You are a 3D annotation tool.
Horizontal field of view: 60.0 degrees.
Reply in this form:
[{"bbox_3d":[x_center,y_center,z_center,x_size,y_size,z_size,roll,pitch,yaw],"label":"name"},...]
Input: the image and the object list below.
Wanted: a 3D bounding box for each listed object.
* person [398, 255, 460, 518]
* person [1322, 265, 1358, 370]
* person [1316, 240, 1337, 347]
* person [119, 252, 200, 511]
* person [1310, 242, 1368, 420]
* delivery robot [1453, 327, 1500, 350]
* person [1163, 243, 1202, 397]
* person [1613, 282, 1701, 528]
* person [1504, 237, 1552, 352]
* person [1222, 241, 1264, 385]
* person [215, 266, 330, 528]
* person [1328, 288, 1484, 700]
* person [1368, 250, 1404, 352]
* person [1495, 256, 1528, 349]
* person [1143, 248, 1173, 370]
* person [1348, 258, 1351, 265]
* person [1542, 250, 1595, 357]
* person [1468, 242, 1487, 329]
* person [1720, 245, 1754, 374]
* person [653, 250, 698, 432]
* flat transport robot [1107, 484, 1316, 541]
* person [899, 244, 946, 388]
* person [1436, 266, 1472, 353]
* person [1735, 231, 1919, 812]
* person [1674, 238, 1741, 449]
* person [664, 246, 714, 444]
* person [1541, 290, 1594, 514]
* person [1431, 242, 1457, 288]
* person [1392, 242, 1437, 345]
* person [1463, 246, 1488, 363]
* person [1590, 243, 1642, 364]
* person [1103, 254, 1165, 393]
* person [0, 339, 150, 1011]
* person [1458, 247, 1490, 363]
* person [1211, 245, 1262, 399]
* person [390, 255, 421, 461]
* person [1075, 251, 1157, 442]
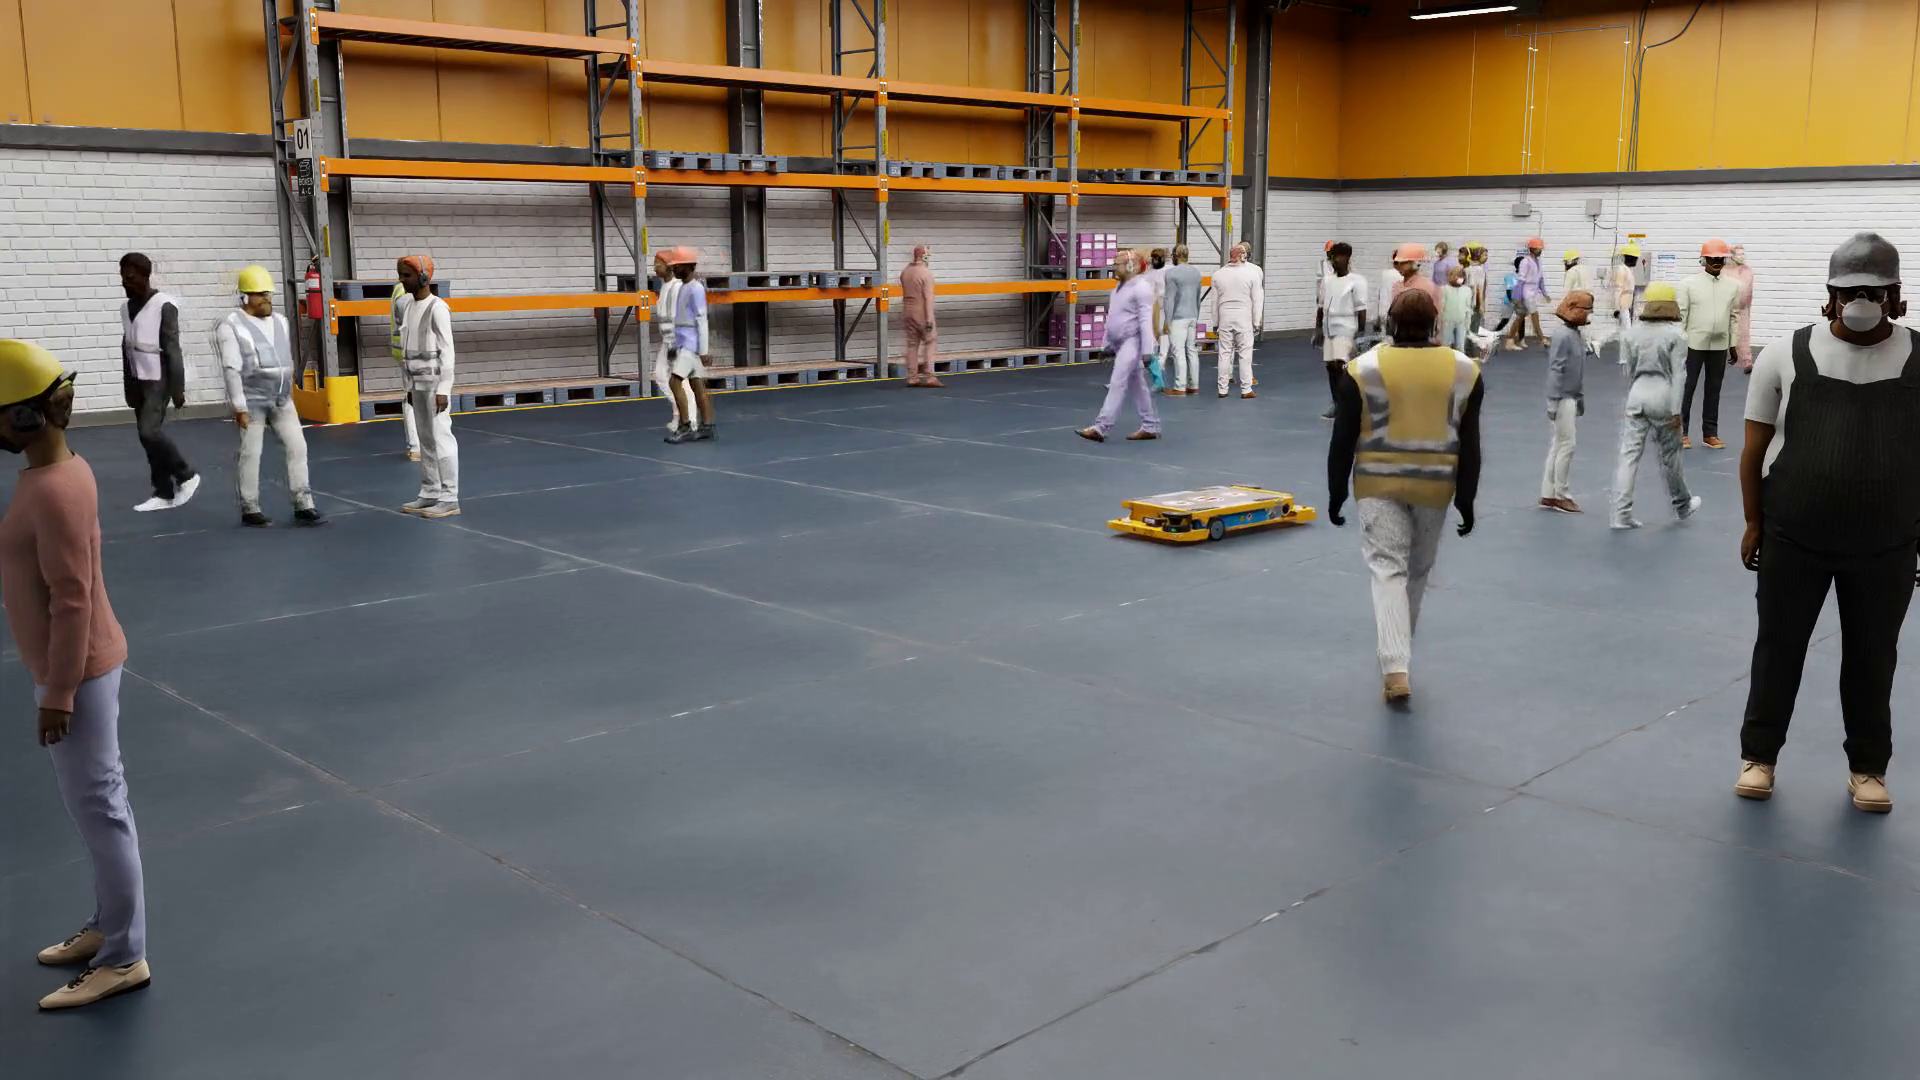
[{"bbox_3d":[-3.837,-1.104,11.997,0.359,1.882,0.575,-9,14,-42],"label":"person"},{"bbox_3d":[5.503,-3.165,23.995,0.536,1.593,0.841,1,10,7],"label":"person"},{"bbox_3d":[6.701,-4.440,30.049,0.547,1.934,0.376,4,11,23],"label":"person"},{"bbox_3d":[-5.930,-1.150,12.193,0.623,1.899,0.454,7,12,33],"label":"person"},{"bbox_3d":[4.122,-2.274,18.182,0.412,1.949,0.618,-6,12,-28],"label":"person"},{"bbox_3d":[8.658,-3.397,27.868,0.707,0.478,0.477,6,12,30],"label":"delivery robot"},{"bbox_3d":[2.801,-2.765,20.968,0.394,1.926,0.643,10,14,44],"label":"person"},{"bbox_3d":[4.878,-0.941,11.609,0.886,1.693,0.491,-8,13,-38],"label":"person"},{"bbox_3d":[9.953,-4.236,28.784,1.038,1.977,0.601,8,13,36],"label":"person"},{"bbox_3d":[3.787,-3.045,22.431,0.637,1.936,0.355,6,12,31],"label":"person"},{"bbox_3d":[-4.711,-0.961,11.415,0.755,1.805,0.611,5,12,27],"label":"person"},{"bbox_3d":[1.966,-0.215,7.389,0.639,1.801,0.944,0,10,2],"label":"person"},{"bbox_3d":[5.772,-3.028,22.610,0.632,1.836,0.576,-3,11,-18],"label":"person"},{"bbox_3d":[9.956,-4.291,29.998,0.512,1.653,0.822,-3,11,-16],"label":"person"},{"bbox_3d":[2.912,-3.440,24.887,0.661,1.821,0.660,7,12,33],"label":"person"},{"bbox_3d":[5.820,-3.509,25.426,0.394,1.752,0.550,-8,13,-38],"label":"person"},{"bbox_3d":[10.211,-3.944,27.776,0.964,1.765,0.635,9,13,39],"label":"person"},{"bbox_3d":[9.394,-4.482,30.371,0.695,1.899,0.548,-10,14,-43],"label":"person"},{"bbox_3d":[11.292,-3.334,24.192,0.675,1.859,0.981,-1,10,-6],"label":"person"},{"bbox_3d":[-2.930,-2.044,17.139,0.447,1.868,0.607,-6,12,-28],"label":"person"},{"bbox_3d":[1.747,-0.199,11.459,1.431,0.197,0.652,-9,14,-39],"label":"flat transport robot"},{"bbox_3d":[-0.511,-2.968,22.117,0.461,1.898,0.663,-9,14,-40],"label":"person"},{"bbox_3d":[6.687,-2.921,22.602,0.508,1.610,0.541,-2,11,-11],"label":"person"},{"bbox_3d":[3.113,-0.058,5.859,0.682,2.000,0.537,4,11,22],"label":"person"},{"bbox_3d":[7.093,-1.859,15.805,0.621,1.994,0.381,0,10,-1],"label":"person"},{"bbox_3d":[-2.708,-1.888,16.191,0.673,1.914,0.553,-3,11,-17],"label":"person"},{"bbox_3d":[4.466,-1.010,12.186,0.359,1.621,0.532,7,13,35],"label":"person"},{"bbox_3d":[8.554,-4.365,29.753,1.011,1.884,0.653,-2,11,-9],"label":"person"},{"bbox_3d":[4.410,-1.878,16.014,0.938,1.968,0.638,-5,11,-24],"label":"person"},{"bbox_3d":[8.224,-3.749,26.533,0.351,1.842,0.507,-1,10,-3],"label":"person"},{"bbox_3d":[10.346,-3.703,26.125,0.674,1.897,0.604,6,12,28],"label":"person"},{"bbox_3d":[2.247,-2.732,21.131,0.988,1.786,0.580,-4,11,-22],"label":"person"},{"bbox_3d":[-2.379,0.353,4.393,0.328,1.760,0.523,-5,12,-26],"label":"person"},{"bbox_3d":[7.945,-3.653,26.003,0.581,1.855,0.507,0,10,-1],"label":"person"},{"bbox_3d":[3.445,-2.710,20.710,0.639,1.902,0.407,5,12,25],"label":"person"},{"bbox_3d":[-4.896,-1.633,14.992,0.429,1.846,0.626,-4,11,-20],"label":"person"},{"bbox_3d":[1.534,-1.884,16.293,0.975,1.856,0.664,-3,11,-16],"label":"person"}]
